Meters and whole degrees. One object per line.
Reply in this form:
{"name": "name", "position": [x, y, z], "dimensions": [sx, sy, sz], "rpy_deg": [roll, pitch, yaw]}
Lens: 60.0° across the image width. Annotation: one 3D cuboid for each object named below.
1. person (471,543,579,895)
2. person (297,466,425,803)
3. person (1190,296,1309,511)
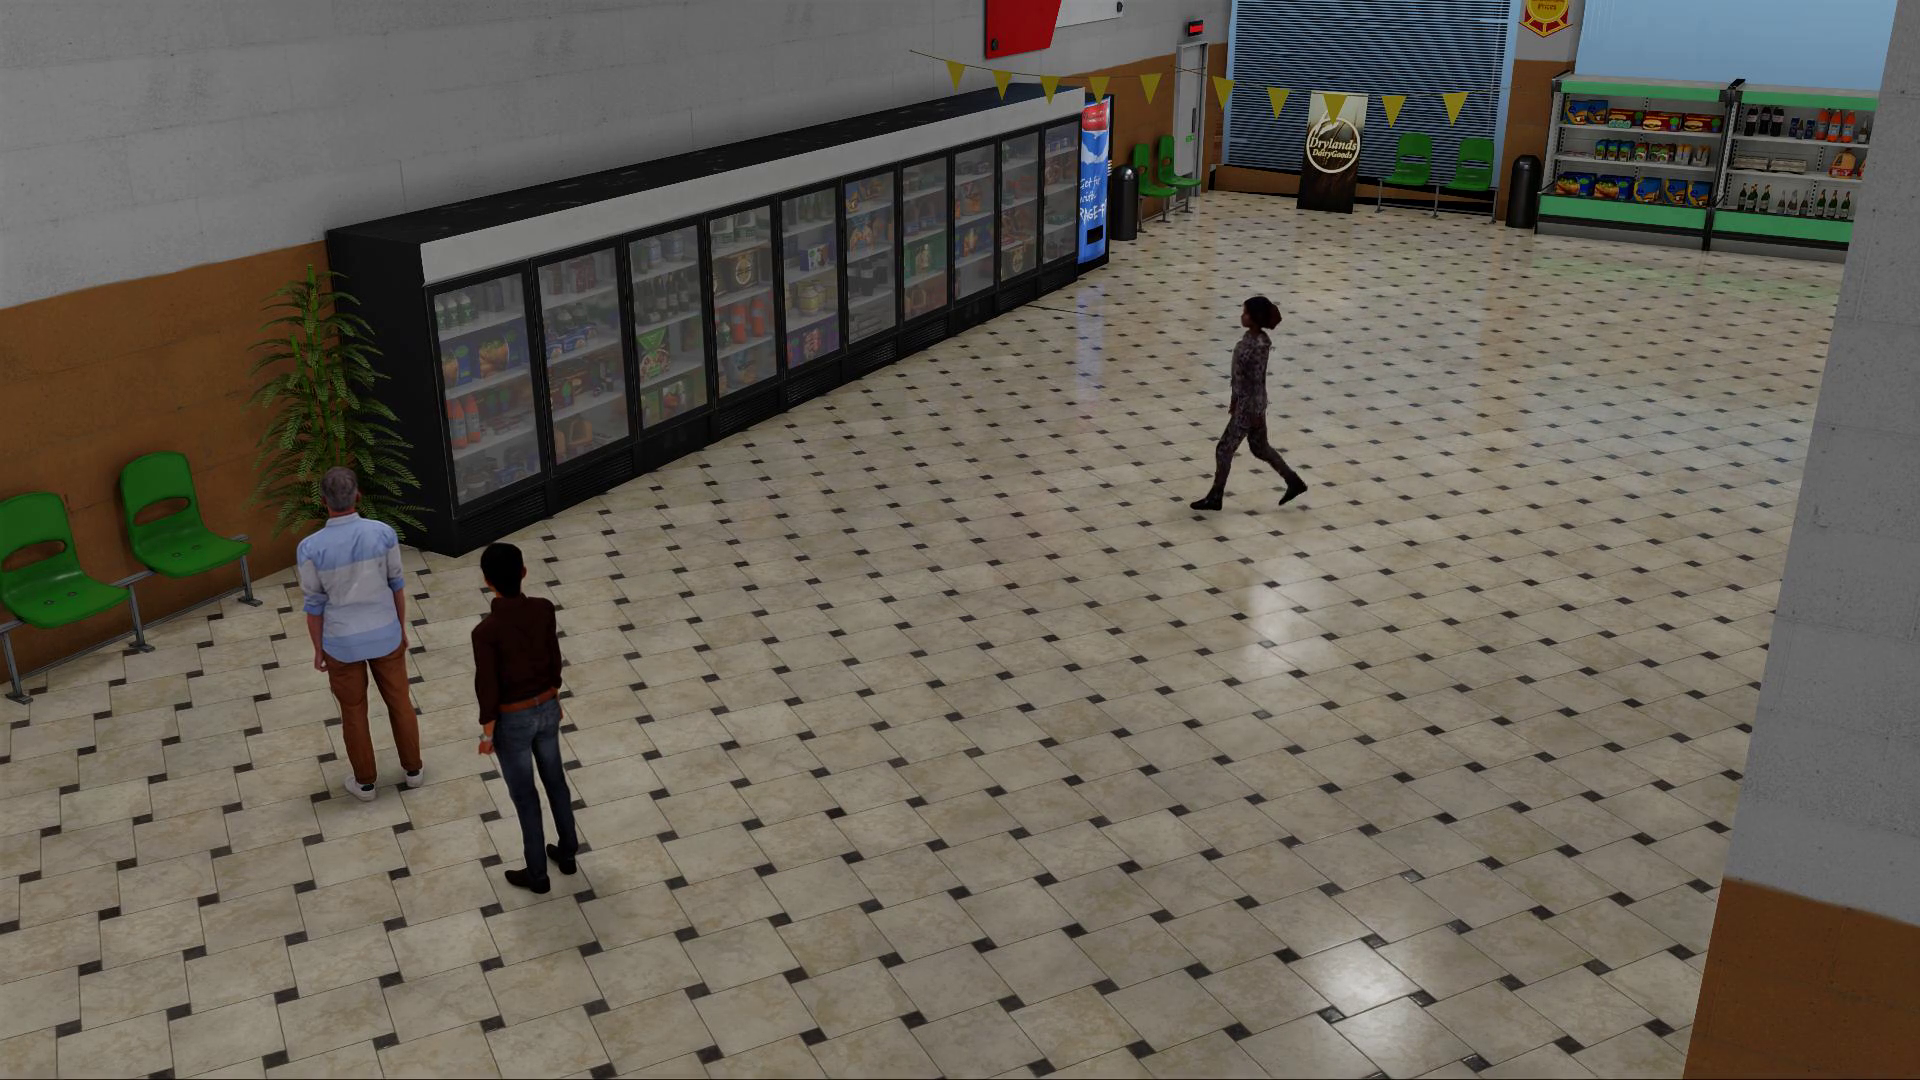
{"name": "person", "position": [-2.061, 0.848, 7.921], "dimensions": [0.552, 1.778, 0.665], "rpy_deg": [16, 27, 34]}
{"name": "person", "position": [-3.141, 0.495, 8.736], "dimensions": [0.766, 1.826, 0.748], "rpy_deg": [-13, 25, -30]}
{"name": "person", "position": [2.286, -0.994, 12.640], "dimensions": [1.210, 1.677, 0.999], "rpy_deg": [-1, 22, -2]}
